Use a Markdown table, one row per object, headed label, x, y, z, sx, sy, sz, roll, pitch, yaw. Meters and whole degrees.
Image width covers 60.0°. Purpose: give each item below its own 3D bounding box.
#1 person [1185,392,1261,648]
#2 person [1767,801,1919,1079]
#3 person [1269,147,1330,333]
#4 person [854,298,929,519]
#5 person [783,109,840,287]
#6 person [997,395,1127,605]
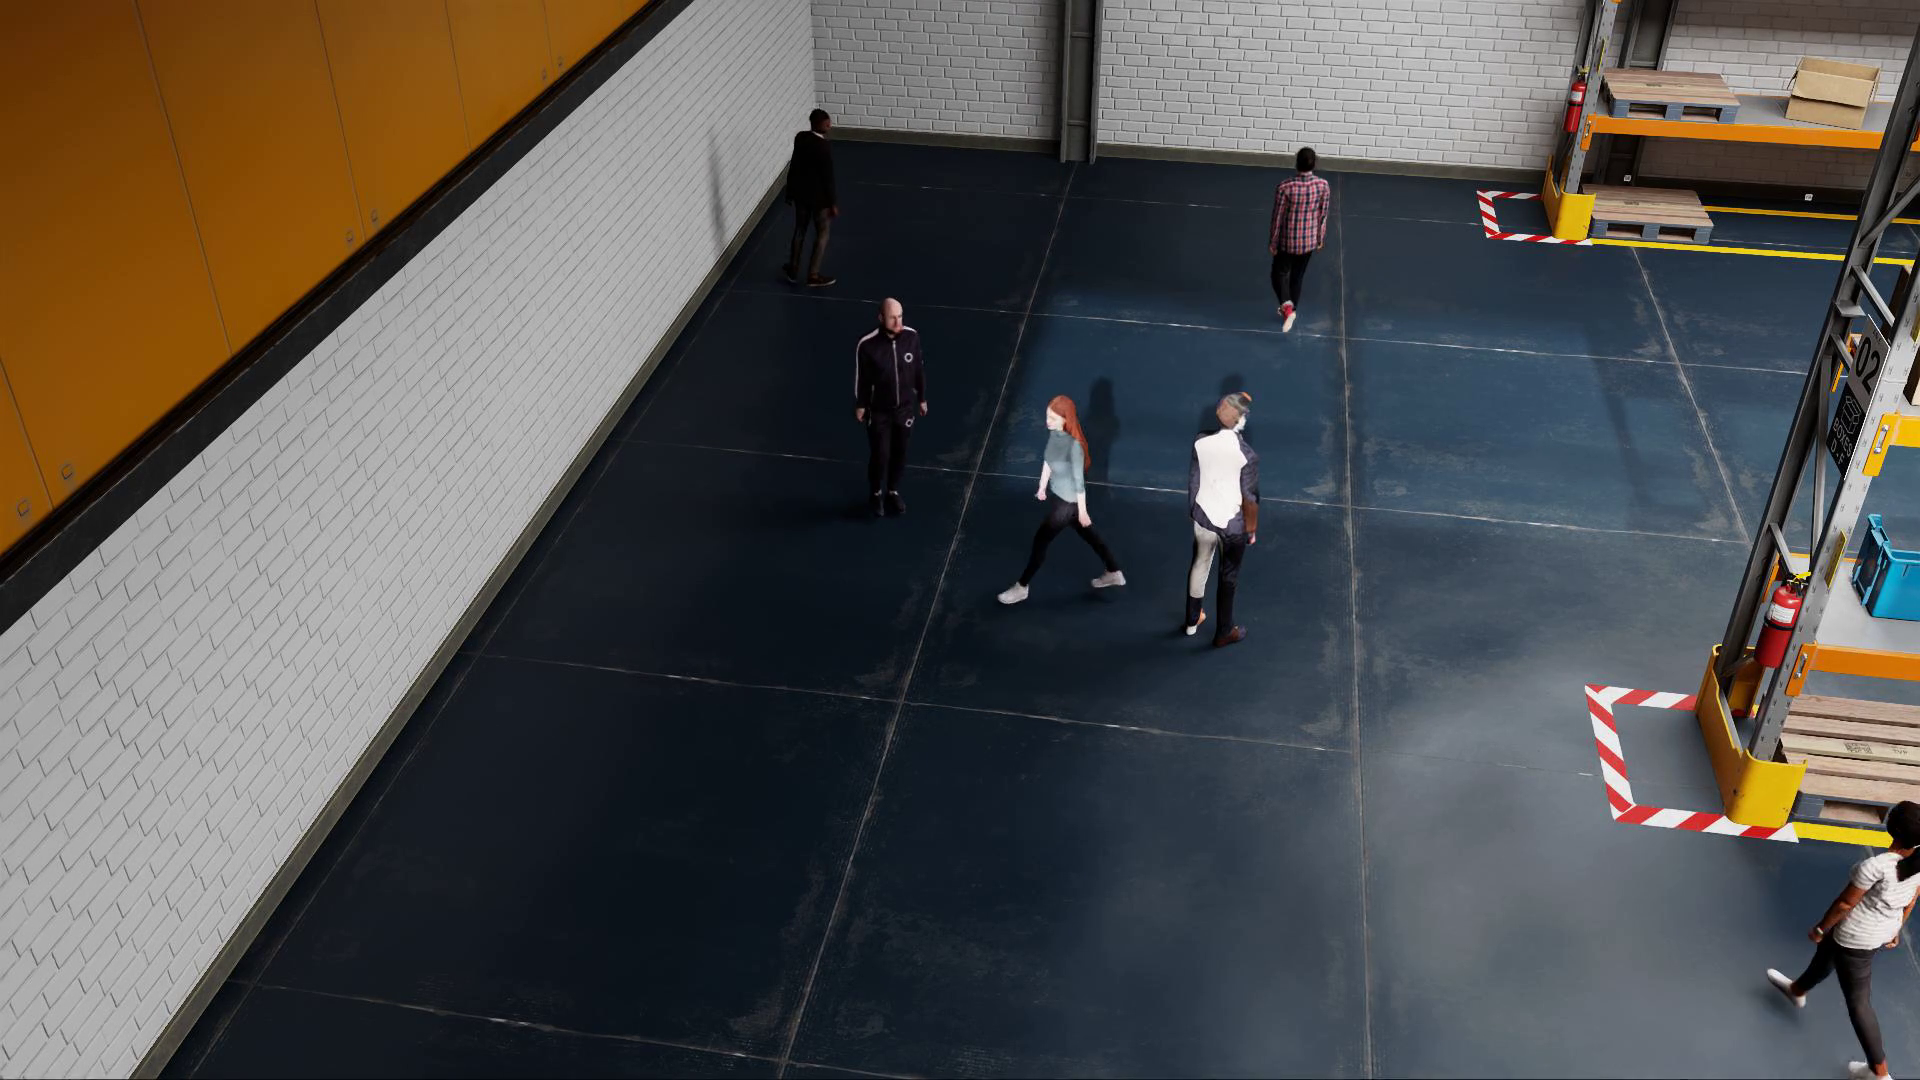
| label | x | y | z | sx | sy | sz | roll | pitch | yaw |
| --- | --- | --- | --- | --- | --- | --- | --- | --- | --- |
| person | 1.766 | -0.143 | 11.255 | 0.721 | 1.891 | 0.836 | 26 | 41 | 33 |
| person | 4.552 | 2.018 | 8.263 | 1.109 | 1.604 | 1.037 | -13 | 36 | -19 |
| person | 3.107 | -2.743 | 15.299 | 0.938 | 1.744 | 0.916 | -4 | 34 | -6 |
| person | -0.573 | -1.048 | 12.680 | 0.768 | 1.821 | 0.863 | -15 | 36 | -21 |
| person | -1.492 | -3.312 | 16.125 | 0.779 | 1.778 | 0.962 | 18 | 38 | 25 |
| person | 0.823 | -0.266 | 11.624 | 1.254 | 1.688 | 0.890 | -4 | 34 | -6 |
